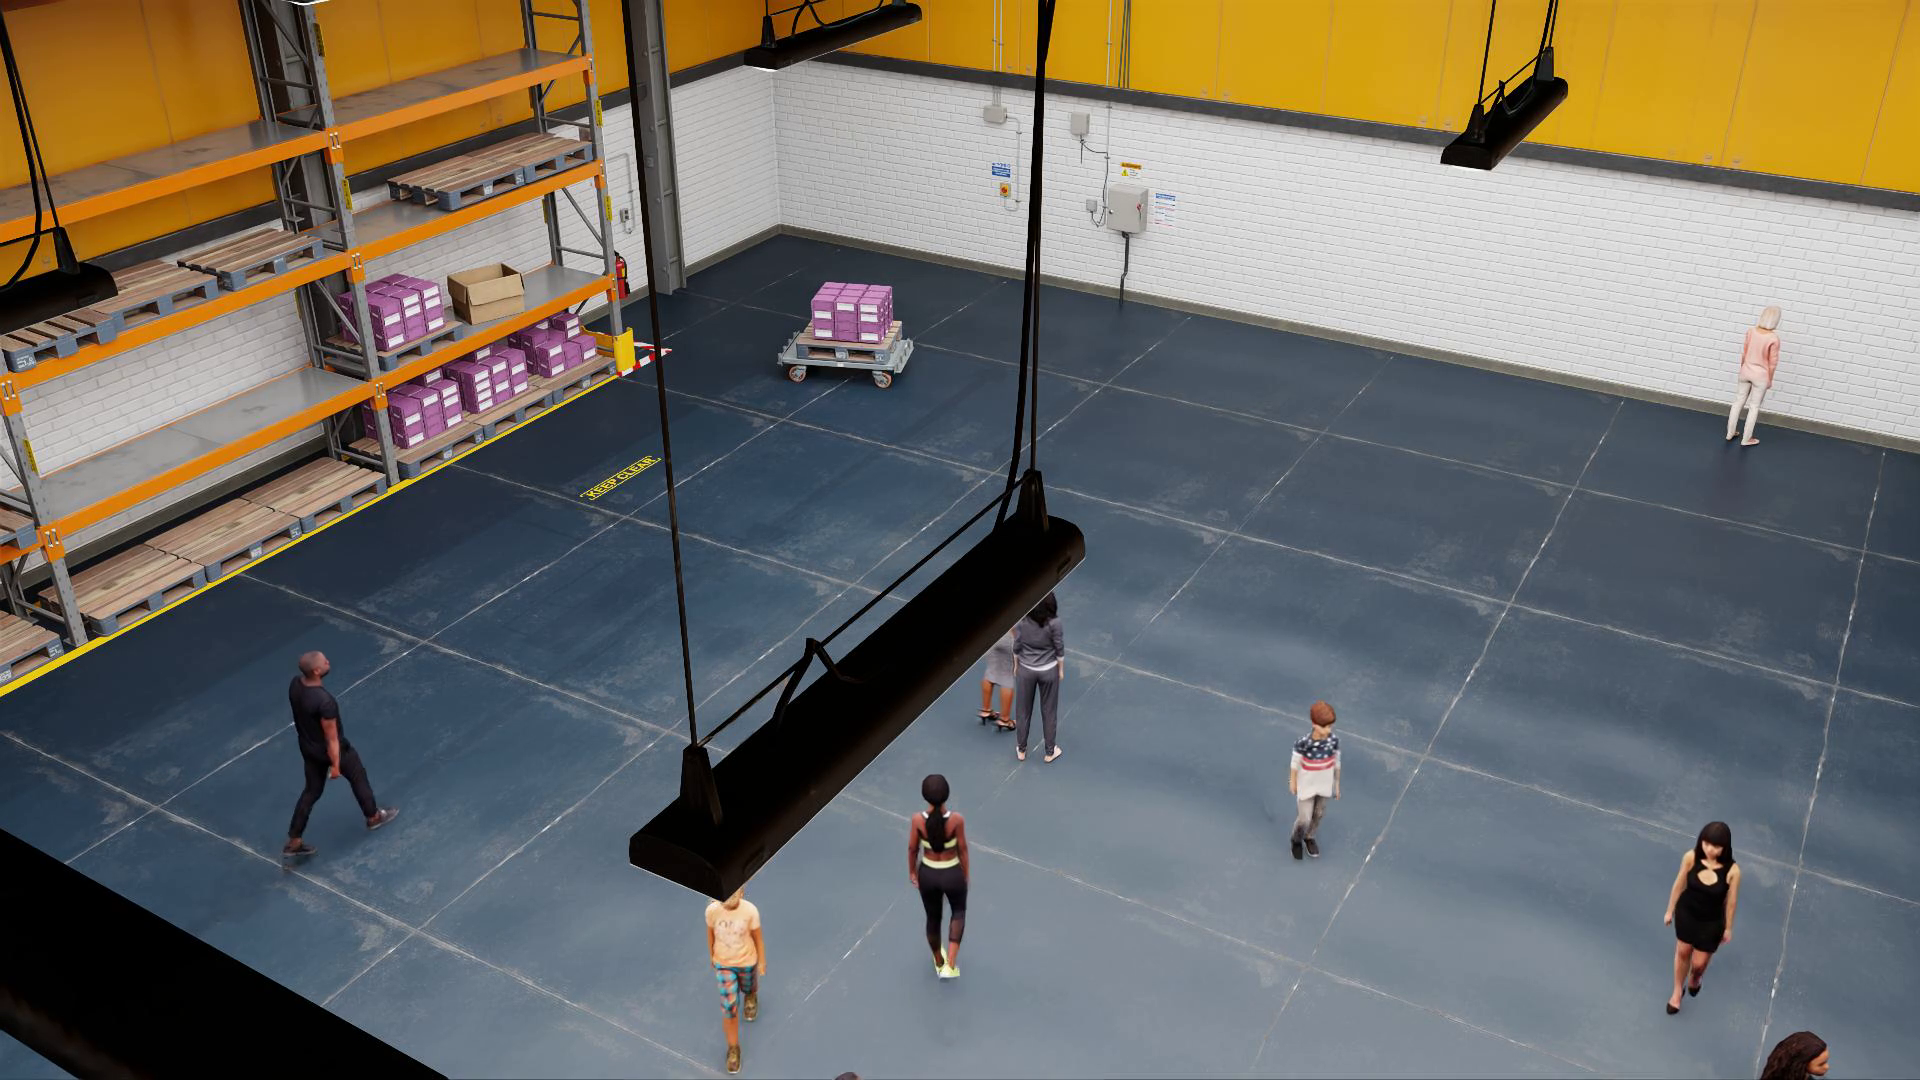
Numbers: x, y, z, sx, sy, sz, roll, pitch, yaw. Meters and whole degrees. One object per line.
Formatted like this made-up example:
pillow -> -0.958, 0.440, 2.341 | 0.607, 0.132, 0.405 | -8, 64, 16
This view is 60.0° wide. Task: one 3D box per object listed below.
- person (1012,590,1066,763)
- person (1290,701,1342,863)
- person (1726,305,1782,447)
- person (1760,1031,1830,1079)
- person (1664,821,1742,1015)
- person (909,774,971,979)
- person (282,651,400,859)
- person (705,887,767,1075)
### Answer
person -> 0.658, 1.107, 14.080 | 0.656, 1.764, 0.620 | 5, 29, 10
person -> 2.765, 1.851, 13.068 | 0.631, 1.428, 0.687 | -6, 29, -11
person -> 9.454, -1.972, 19.767 | 0.677, 1.724, 0.678 | -17, 33, -28
person -> 4.811, 3.527, 9.797 | 0.693, 1.617, 0.574 | 21, 35, 34
person -> 5.147, 2.580, 11.514 | 0.632, 1.636, 0.674 | 20, 34, 32
person -> -0.136, 2.431, 11.672 | 0.733, 1.747, 0.801 | 2, 29, 4
person -> -5.045, 1.696, 12.986 | 0.779, 1.778, 1.239 | 20, 34, 32
person -> -1.510, 2.807, 11.305 | 0.872, 1.438, 1.035 | -1, 29, -3
